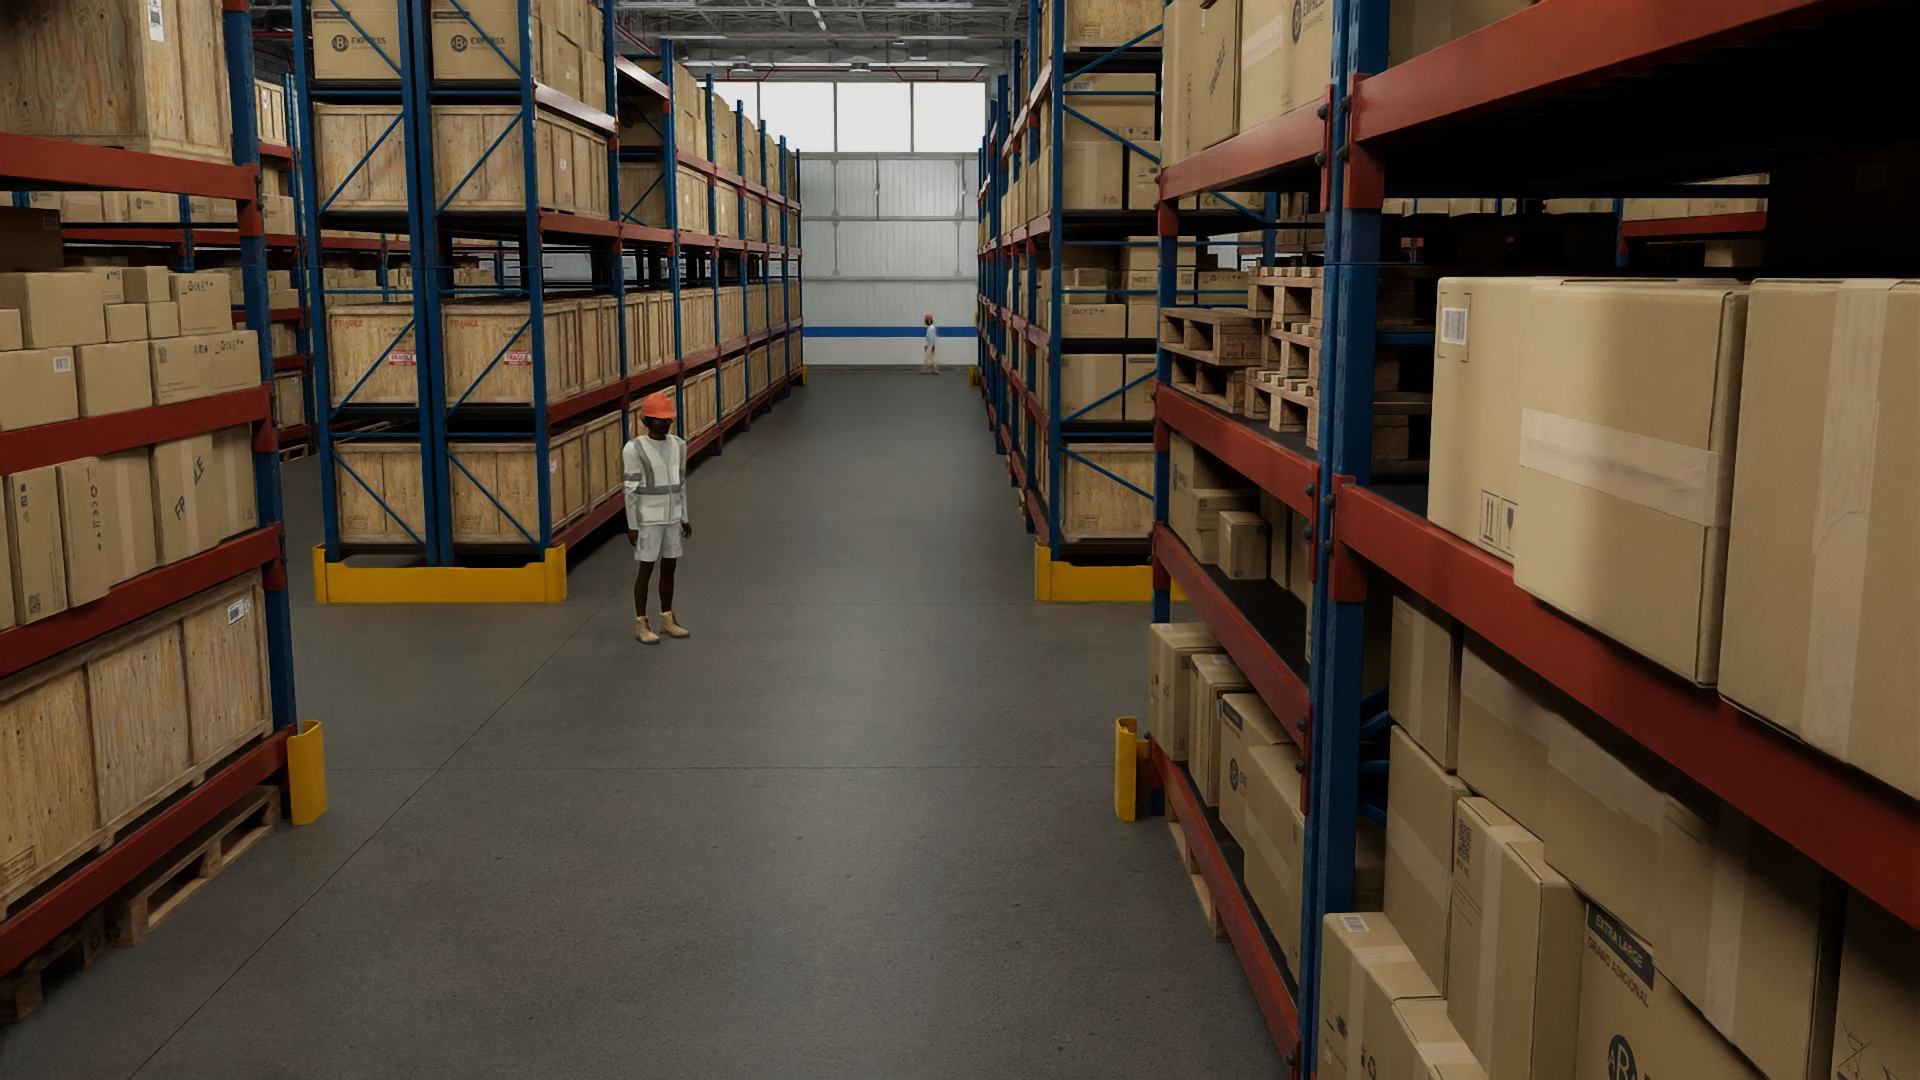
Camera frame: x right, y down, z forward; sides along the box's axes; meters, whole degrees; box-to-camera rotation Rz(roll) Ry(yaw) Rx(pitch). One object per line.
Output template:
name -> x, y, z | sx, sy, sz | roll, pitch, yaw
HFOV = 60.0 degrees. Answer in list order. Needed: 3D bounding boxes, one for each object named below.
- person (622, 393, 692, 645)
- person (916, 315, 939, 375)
person -> -2.426, -0.177, 13.502 | 0.391, 2.040, 0.615 | 8, 12, 42
person -> -0.937, -5.565, 47.512 | 0.788, 1.718, 0.589 | -1, 9, -4
